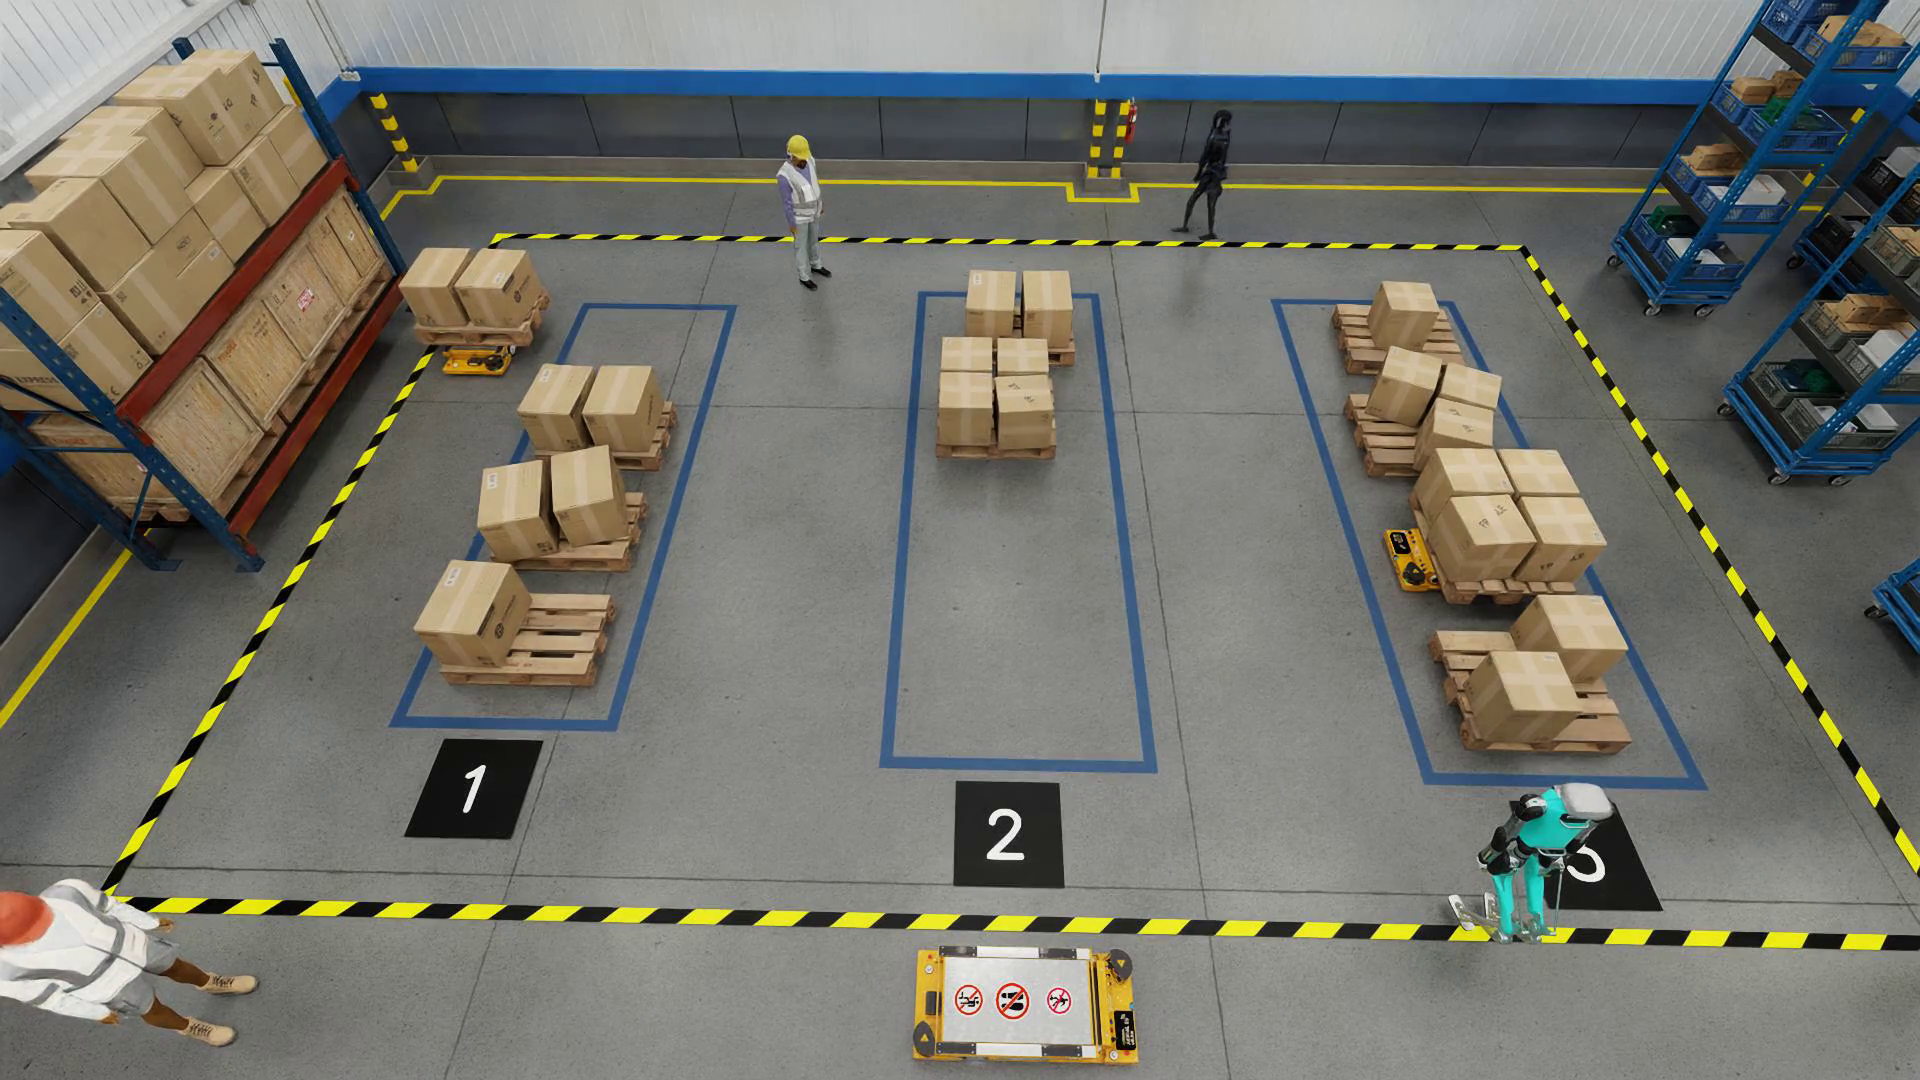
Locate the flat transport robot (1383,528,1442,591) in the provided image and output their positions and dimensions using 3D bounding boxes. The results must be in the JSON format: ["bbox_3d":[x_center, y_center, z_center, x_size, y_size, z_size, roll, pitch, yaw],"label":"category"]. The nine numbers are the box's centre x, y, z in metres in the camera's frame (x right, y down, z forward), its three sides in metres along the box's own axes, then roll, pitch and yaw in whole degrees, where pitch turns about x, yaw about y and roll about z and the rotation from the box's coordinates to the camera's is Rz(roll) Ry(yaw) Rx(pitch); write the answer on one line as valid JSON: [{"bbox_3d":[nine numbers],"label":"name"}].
[{"bbox_3d":[4.689,0.155,8.342,1.431,0.197,0.652,1,51,1],"label":"flat transport robot"}]

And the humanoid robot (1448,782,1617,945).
[{"bbox_3d":[3.578,2.145,5.707,0.533,1.671,0.735,1,51,1],"label":"humanoid robot"}]

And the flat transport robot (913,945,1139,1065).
[{"bbox_3d":[0.422,3.041,6.007,1.431,0.231,0.659,1,51,1],"label":"flat transport robot"}]

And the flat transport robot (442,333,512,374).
[{"bbox_3d":[-5.326,-2.424,10.444,0.652,0.197,1.431,1,51,1],"label":"flat transport robot"}]

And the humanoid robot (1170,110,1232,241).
[{"bbox_3d":[3.011,-4.402,11.177,0.641,1.638,0.601,-8,51,-6],"label":"humanoid robot"}]

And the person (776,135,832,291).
[{"bbox_3d":[-1.777,-3.772,10.558,0.403,1.822,0.587,25,55,19],"label":"person"}]

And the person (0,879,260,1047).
[{"bbox_3d":[-4.876,2.472,5.334,0.395,2.033,0.604,2,51,1],"label":"person"}]
